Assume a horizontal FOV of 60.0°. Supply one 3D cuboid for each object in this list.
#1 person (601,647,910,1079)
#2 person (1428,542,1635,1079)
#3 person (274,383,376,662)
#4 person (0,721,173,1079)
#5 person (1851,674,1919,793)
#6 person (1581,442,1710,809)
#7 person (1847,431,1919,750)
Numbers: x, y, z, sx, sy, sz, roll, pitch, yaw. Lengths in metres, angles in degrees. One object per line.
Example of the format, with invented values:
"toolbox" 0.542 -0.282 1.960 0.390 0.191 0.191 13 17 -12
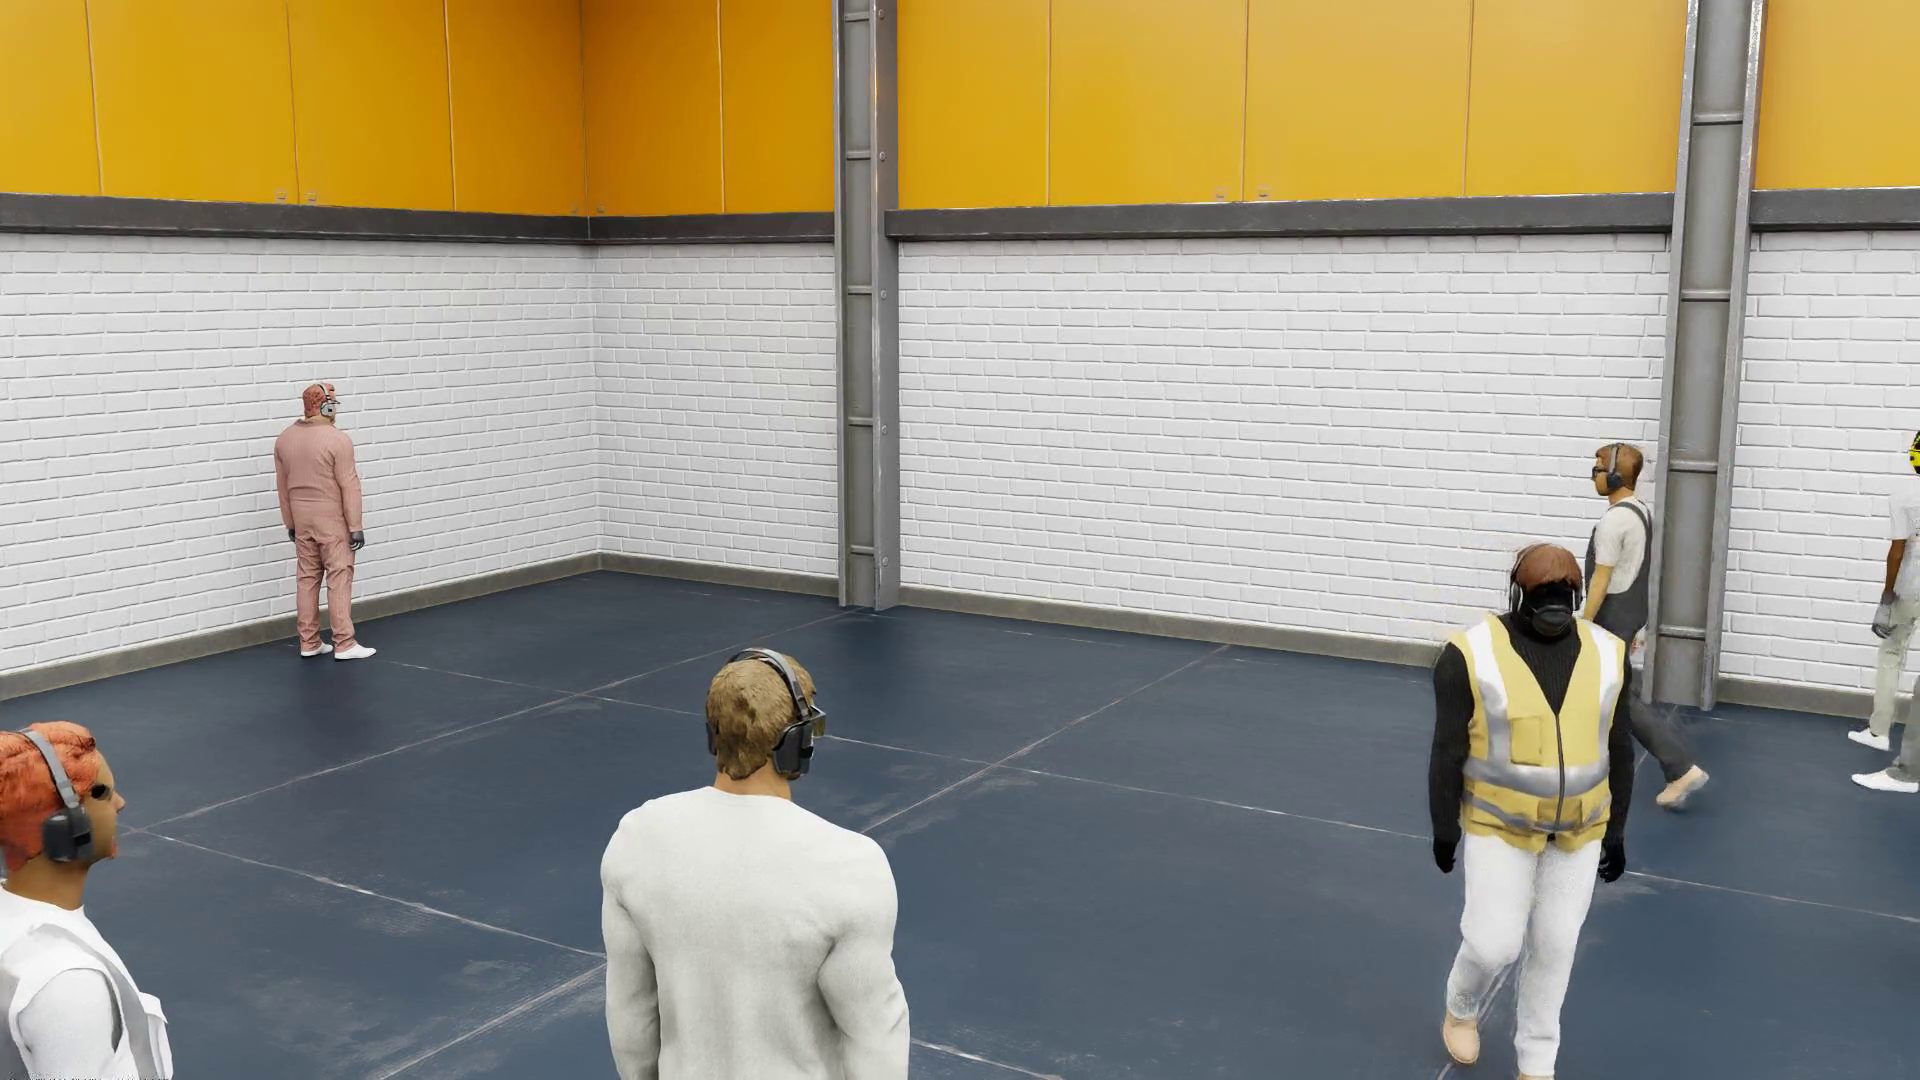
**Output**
"person" -0.387 1.163 3.278 0.636 1.938 0.358 4 10 23
"person" 1.804 0.902 5.273 0.627 1.829 0.467 0 9 -2
"person" -4.339 -0.122 11.400 0.651 1.906 0.403 4 10 22
"person" -1.546 1.246 2.950 0.370 1.884 0.579 -9 13 -44
"person" 5.099 0.387 8.286 0.941 1.895 0.594 5 10 30
"person" 3.315 0.419 8.304 0.875 1.821 0.511 5 11 30
"person" 5.210 0.307 8.989 0.564 1.872 0.724 -1 9 -4
